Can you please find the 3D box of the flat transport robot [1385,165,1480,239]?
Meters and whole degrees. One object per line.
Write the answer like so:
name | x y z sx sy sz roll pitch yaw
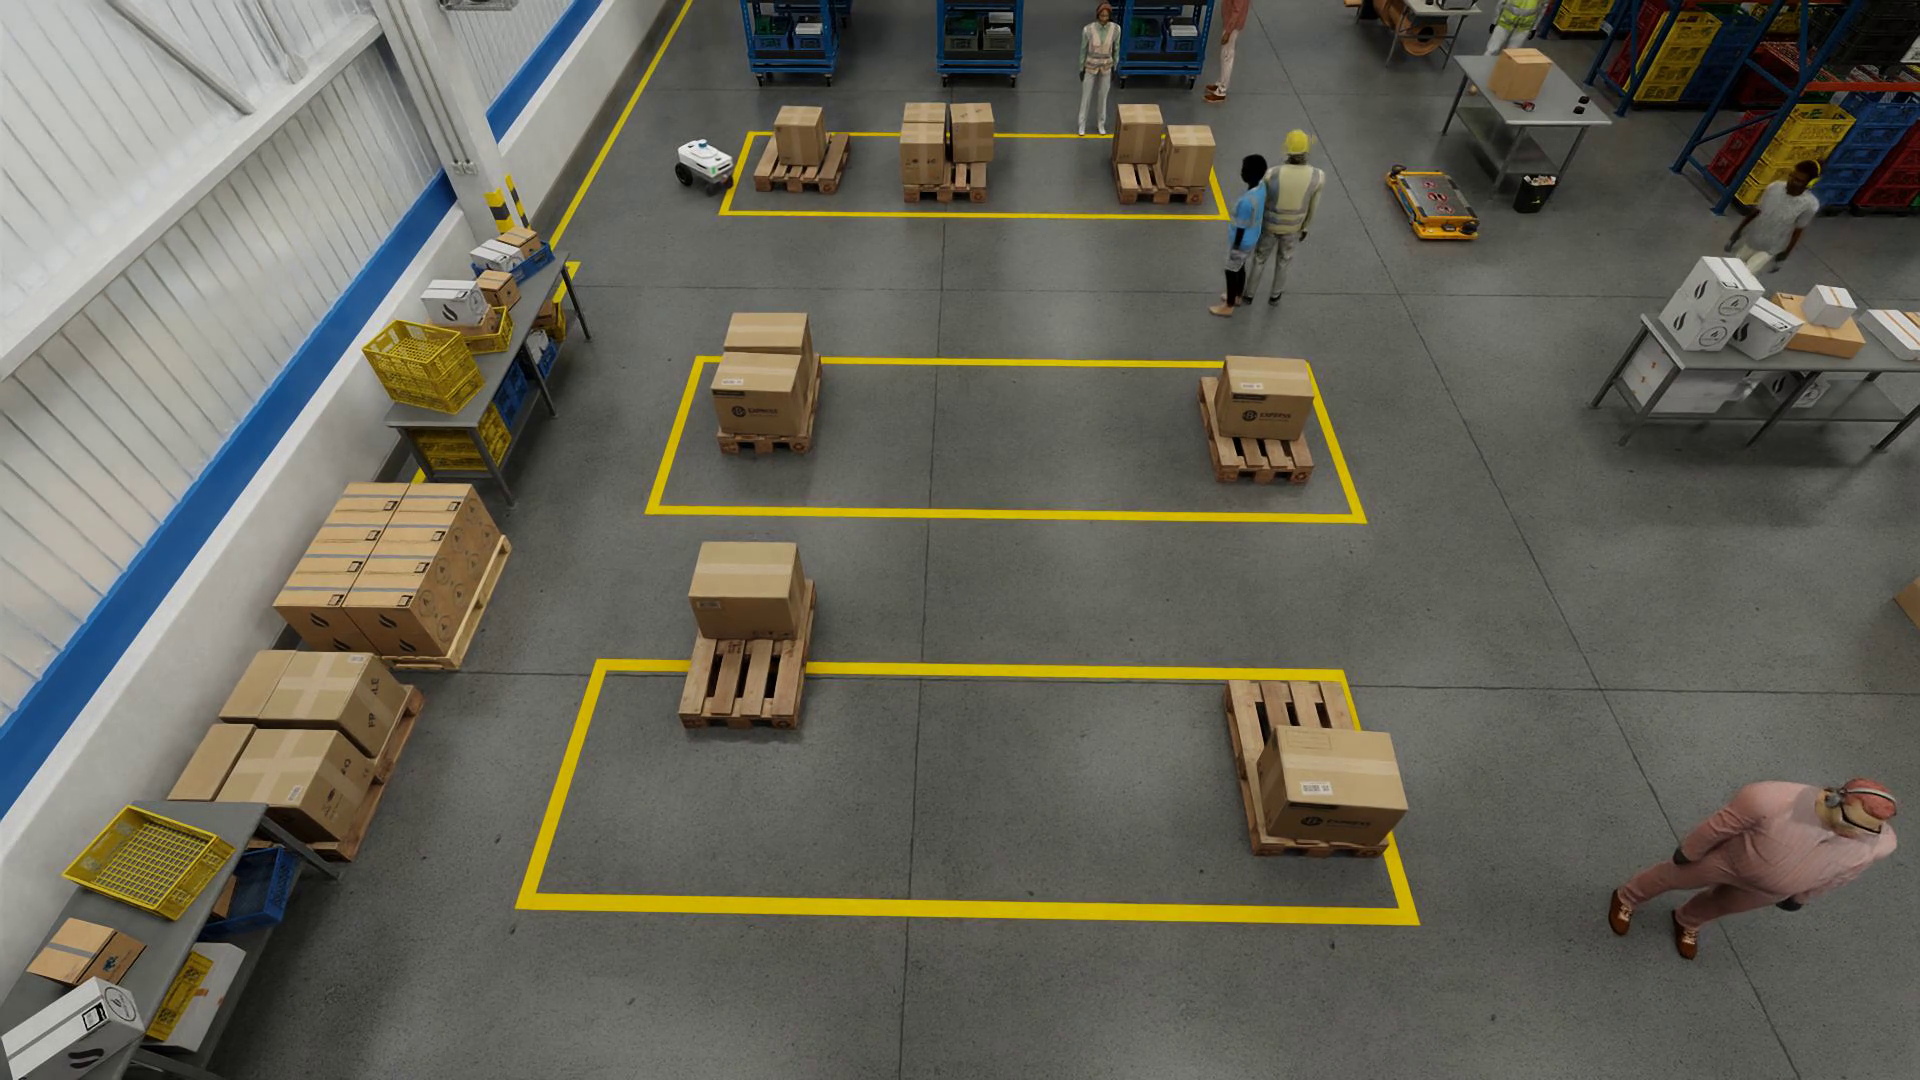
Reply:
flat transport robot | 5.692 -4.094 11.059 0.652 0.197 1.431 1 49 1

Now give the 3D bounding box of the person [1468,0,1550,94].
person | 7.655 -7.114 12.641 0.621 1.845 0.429 16 51 13

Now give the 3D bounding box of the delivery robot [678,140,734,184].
delivery robot | -3.138 -4.692 11.330 0.707 0.478 0.477 32 56 25

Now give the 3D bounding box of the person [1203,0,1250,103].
person | 3.688 -7.028 12.467 0.377 1.995 0.608 13 50 11

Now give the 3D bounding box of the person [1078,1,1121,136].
person | 1.794 -6.103 11.904 0.508 1.631 0.312 -1 49 -1

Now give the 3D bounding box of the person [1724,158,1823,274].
person | 7.936 -2.915 9.027 0.760 1.829 0.538 -16 51 -13

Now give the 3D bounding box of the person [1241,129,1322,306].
person | 3.239 -3.220 9.291 0.613 1.815 0.404 5 49 4

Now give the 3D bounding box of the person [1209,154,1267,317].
person | 2.832 -3.048 9.230 0.342 1.680 0.548 22 53 18

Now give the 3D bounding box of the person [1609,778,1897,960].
person | 4.235 1.770 4.919 0.642 1.899 0.395 20 52 17
